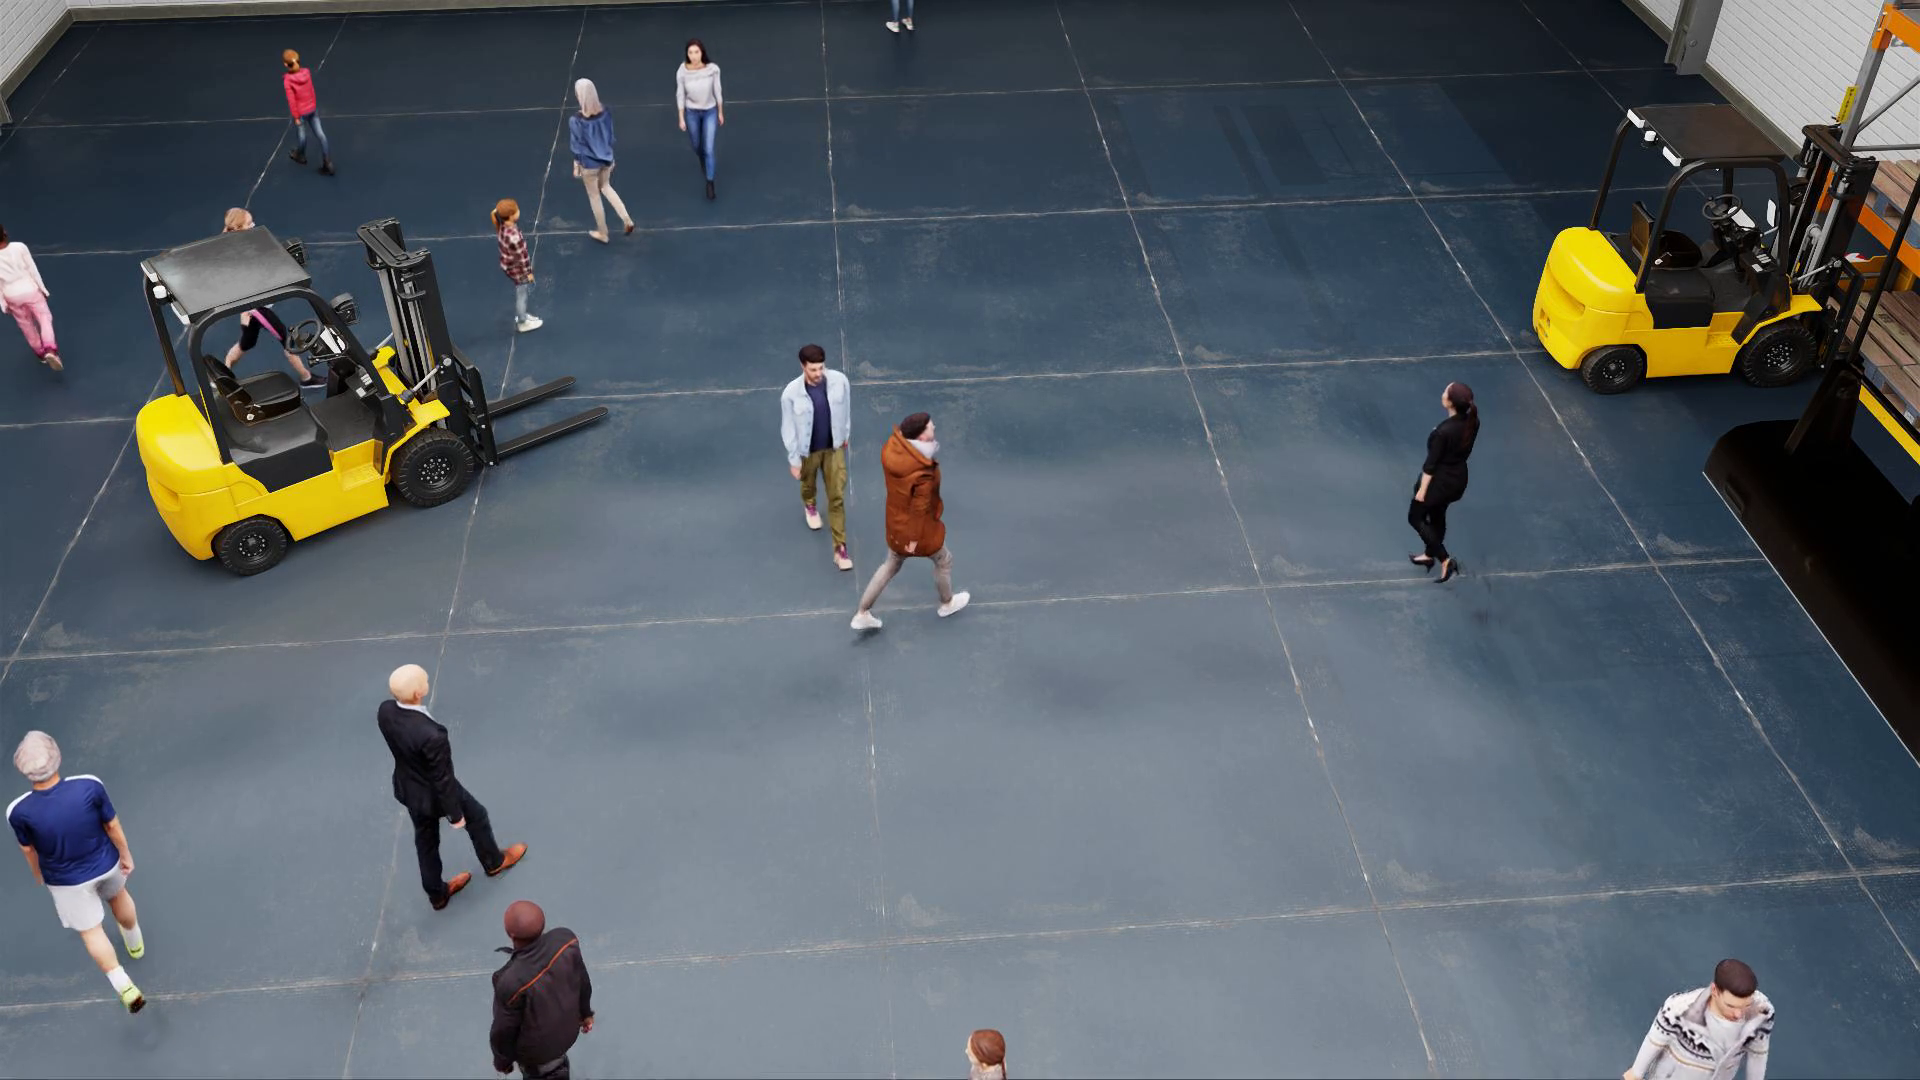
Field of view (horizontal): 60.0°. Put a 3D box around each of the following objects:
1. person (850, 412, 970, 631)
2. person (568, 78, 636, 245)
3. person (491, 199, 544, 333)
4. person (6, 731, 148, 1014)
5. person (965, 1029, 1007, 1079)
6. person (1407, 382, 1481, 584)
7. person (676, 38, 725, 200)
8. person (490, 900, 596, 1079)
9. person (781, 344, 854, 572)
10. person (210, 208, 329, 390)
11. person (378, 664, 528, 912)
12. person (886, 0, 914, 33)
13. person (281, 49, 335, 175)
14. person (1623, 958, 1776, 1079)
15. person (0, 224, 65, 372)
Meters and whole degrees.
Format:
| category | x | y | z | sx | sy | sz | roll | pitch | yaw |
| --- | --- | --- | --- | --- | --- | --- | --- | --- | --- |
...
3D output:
| category | x | y | z | sx | sy | sz | roll | pitch | yaw |
| --- | --- | --- | --- | --- | --- | --- | --- | --- | --- |
| person | -0.408 | -0.076 | 11.413 | 1.150 | 1.798 | 1.205 | -26 | 45 | -29 |
| person | -3.423 | -3.571 | 15.880 | 0.909 | 1.685 | 0.852 | 27 | 46 | 29 |
| person | -3.988 | -2.416 | 14.742 | 0.680 | 1.300 | 0.577 | -20 | 43 | -23 |
| person | -4.729 | 1.827 | 9.019 | 1.015 | 1.812 | 1.154 | -28 | 46 | -30 |
| person | 0.157 | 2.822 | 8.269 | 0.582 | 1.193 | 0.467 | 7 | 39 | 9 |
| person | 3.496 | -0.351 | 11.881 | 0.788 | 1.644 | 0.870 | -24 | 45 | -27 |
| person | -2.633 | -4.331 | 16.895 | 0.631 | 1.605 | 1.020 | -4 | 39 | -5 |
| person | -1.976 | 2.473 | 8.210 | 1.156 | 1.812 | 1.207 | 19 | 42 | 22 |
| person | -1.070 | -0.708 | 12.238 | 0.874 | 1.755 | 1.250 | -11 | 40 | -13 |
| person | -5.924 | -1.908 | 13.755 | 0.830 | 1.739 | 1.180 | -10 | 40 | -13 |
| person | -3.078 | 1.473 | 9.486 | 0.992 | 1.782 | 1.063 | 23 | 44 | 26 |
| person | -0.721 | -7.032 | 20.250 | 0.698 | 1.640 | 0.684 | -18 | 42 | -22 |
| person | -6.744 | -4.419 | 17.259 | 0.896 | 1.289 | 0.861 | 24 | 45 | 27 |
| person | 3.522 | 2.554 | 8.104 | 0.712 | 1.818 | 1.126 | -5 | 39 | -7 |
| person | -8.012 | -2.088 | 14.225 | 0.750 | 1.432 | 0.938 | -19 | 42 | -22 |
